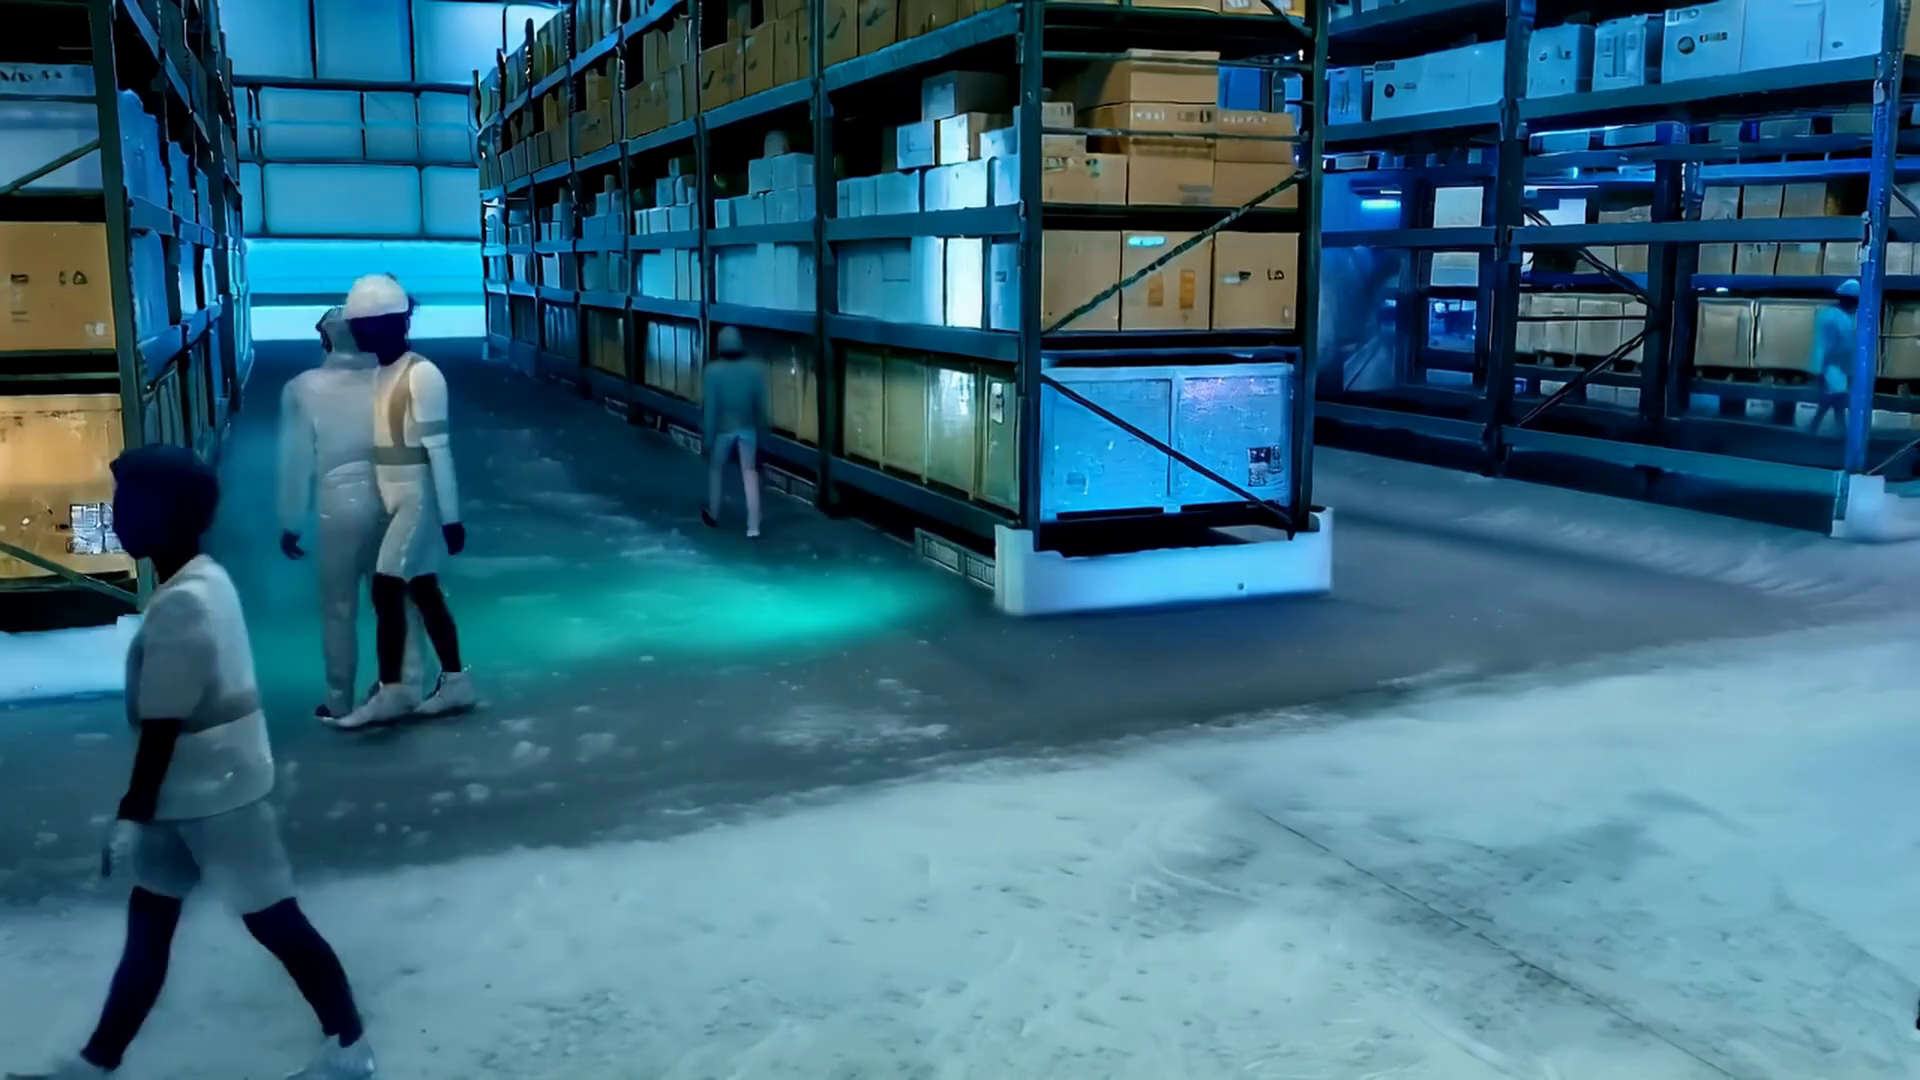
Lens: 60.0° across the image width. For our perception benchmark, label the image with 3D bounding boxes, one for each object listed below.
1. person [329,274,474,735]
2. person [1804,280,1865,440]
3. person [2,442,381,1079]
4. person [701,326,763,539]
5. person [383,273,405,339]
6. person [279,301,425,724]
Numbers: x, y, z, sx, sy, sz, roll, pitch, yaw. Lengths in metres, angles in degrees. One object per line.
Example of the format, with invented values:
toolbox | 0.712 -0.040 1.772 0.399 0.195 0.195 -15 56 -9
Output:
person | -2.541 -0.147 7.320 0.818 2.011 0.644 -7 12 -38
person | 9.725 -1.921 18.378 0.561 1.881 1.021 -3 10 -20
person | -1.848 0.596 3.954 0.868 1.646 0.541 -4 10 -24
person | -1.728 -0.817 12.617 0.510 1.589 0.864 -5 10 -25
person | -9.932 -3.685 28.921 0.565 1.883 1.014 -4 10 -22
person | -2.703 -0.111 7.455 0.653 1.904 0.402 -7 12 -36
